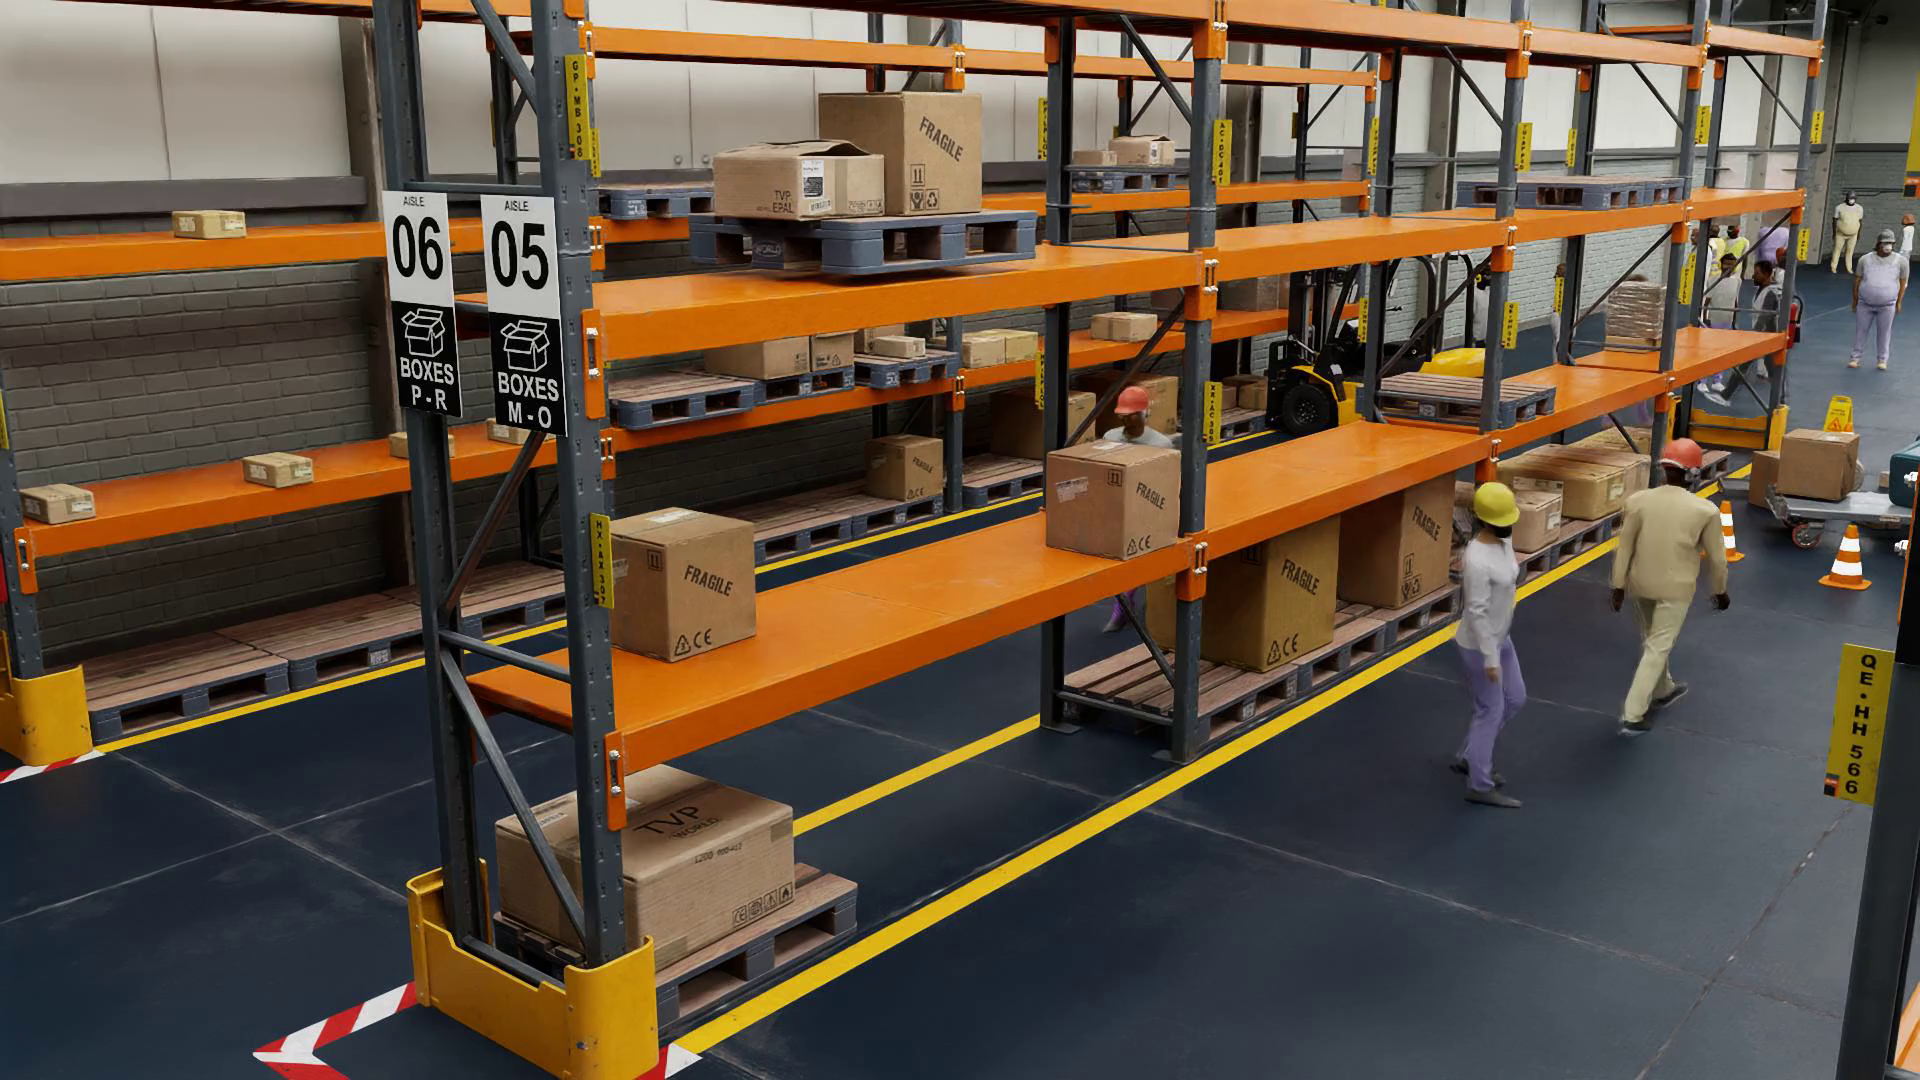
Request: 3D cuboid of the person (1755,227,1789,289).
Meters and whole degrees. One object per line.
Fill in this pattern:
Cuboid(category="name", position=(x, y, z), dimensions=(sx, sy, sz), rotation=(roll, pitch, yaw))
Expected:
Cuboid(category="person", position=(16.066, -5.531, 32.903), dimensions=(0.643, 1.885, 0.692), rotation=(7, 16, 27))

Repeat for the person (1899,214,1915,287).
Cuboid(category="person", position=(21.168, -6.471, 37.260), dimensions=(0.269, 1.630, 0.508), rotation=(13, 19, 42))

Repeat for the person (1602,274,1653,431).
Cuboid(category="person", position=(7.852, -2.164, 19.330), dimensions=(0.846, 1.817, 0.557), rotation=(-7, 15, -26))

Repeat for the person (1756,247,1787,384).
Cuboid(category="person", position=(11.320, -3.110, 23.059), dimensions=(0.355, 1.883, 0.575), rotation=(2, 14, 7))

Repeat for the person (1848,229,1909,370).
Cuboid(category="person", position=(13.475, -3.527, 24.428), dimensions=(0.688, 2.000, 0.539), rotation=(9, 16, 32))

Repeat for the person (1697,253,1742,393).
Cuboid(category="person", position=(10.177, -2.904, 22.254), dimensions=(0.526, 1.865, 0.315), rotation=(-2, 14, -8))

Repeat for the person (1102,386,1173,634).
Cuboid(category="person", position=(1.243, -0.255, 11.775), dimensions=(0.574, 1.720, 0.841), rotation=(11, 17, 37))

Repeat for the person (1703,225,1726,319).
Cuboid(category="person", position=(13.370, -4.731, 29.744), dimensions=(0.636, 1.842, 0.429), rotation=(-11, 18, -39))

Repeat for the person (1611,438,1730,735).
Cuboid(category="person", position=(4.149, 0.255, 9.714), dimensions=(0.880, 1.706, 0.572), rotation=(-10, 17, -34))

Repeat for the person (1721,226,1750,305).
Cuboid(category="person", position=(14.080, -4.887, 30.376), dimensions=(0.396, 1.841, 0.565), rotation=(-11, 18, -38))

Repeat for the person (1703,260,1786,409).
Cuboid(category="person", position=(9.963, -2.558, 20.859), dimensions=(1.005, 1.860, 0.595), rotation=(2, 14, 8))

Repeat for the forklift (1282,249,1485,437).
Cuboid(category="forklift", position=(4.886, -2.214, 18.767), dimensions=(2.313, 2.155, 1.214), rotation=(11, 18, 38))

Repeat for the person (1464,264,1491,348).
Cuboid(category="person", position=(6.370, -2.461, 20.443), dimensions=(0.314, 1.869, 0.536), rotation=(9, 17, 33))

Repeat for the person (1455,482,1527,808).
Cuboid(category="person", position=(2.741, 0.528, 8.543), dimensions=(0.357, 1.742, 0.555), rotation=(8, 16, 31))

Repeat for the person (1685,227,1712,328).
Cuboid(category="person", position=(12.145, -4.202, 27.474), dimensions=(0.398, 1.901, 0.650), rotation=(3, 14, 14))

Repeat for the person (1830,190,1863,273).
Cuboid(category="person", position=(21.871, -7.593, 40.983), dimensions=(0.682, 2.000, 0.538), rotation=(2, 14, 9))

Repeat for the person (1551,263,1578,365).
Cuboid(category="person", position=(7.511, -2.539, 20.810), dimensions=(0.345, 1.846, 0.508), rotation=(3, 14, 10))
